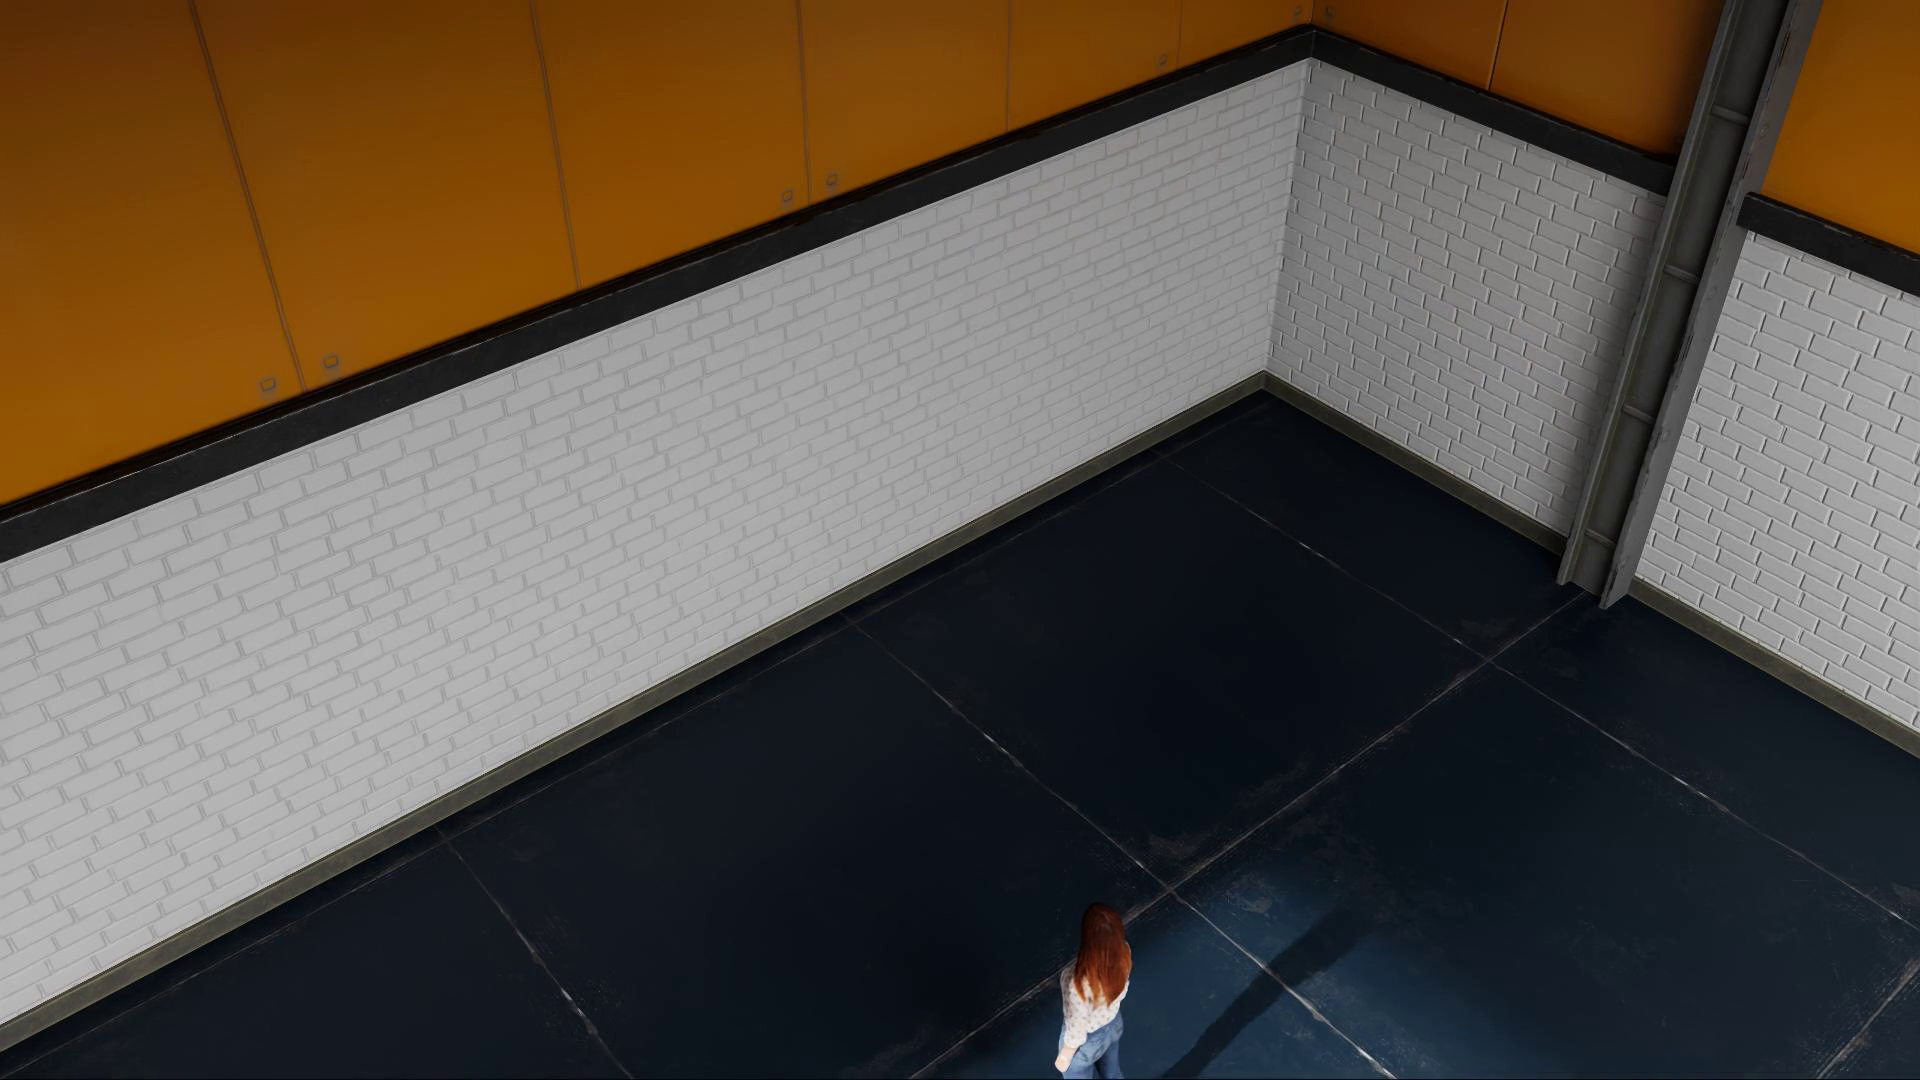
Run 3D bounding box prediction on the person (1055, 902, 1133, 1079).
[{"bbox_3d":[0.624,2.290,7.748,0.515,1.728,0.597,31,48,33],"label":"person"}]
